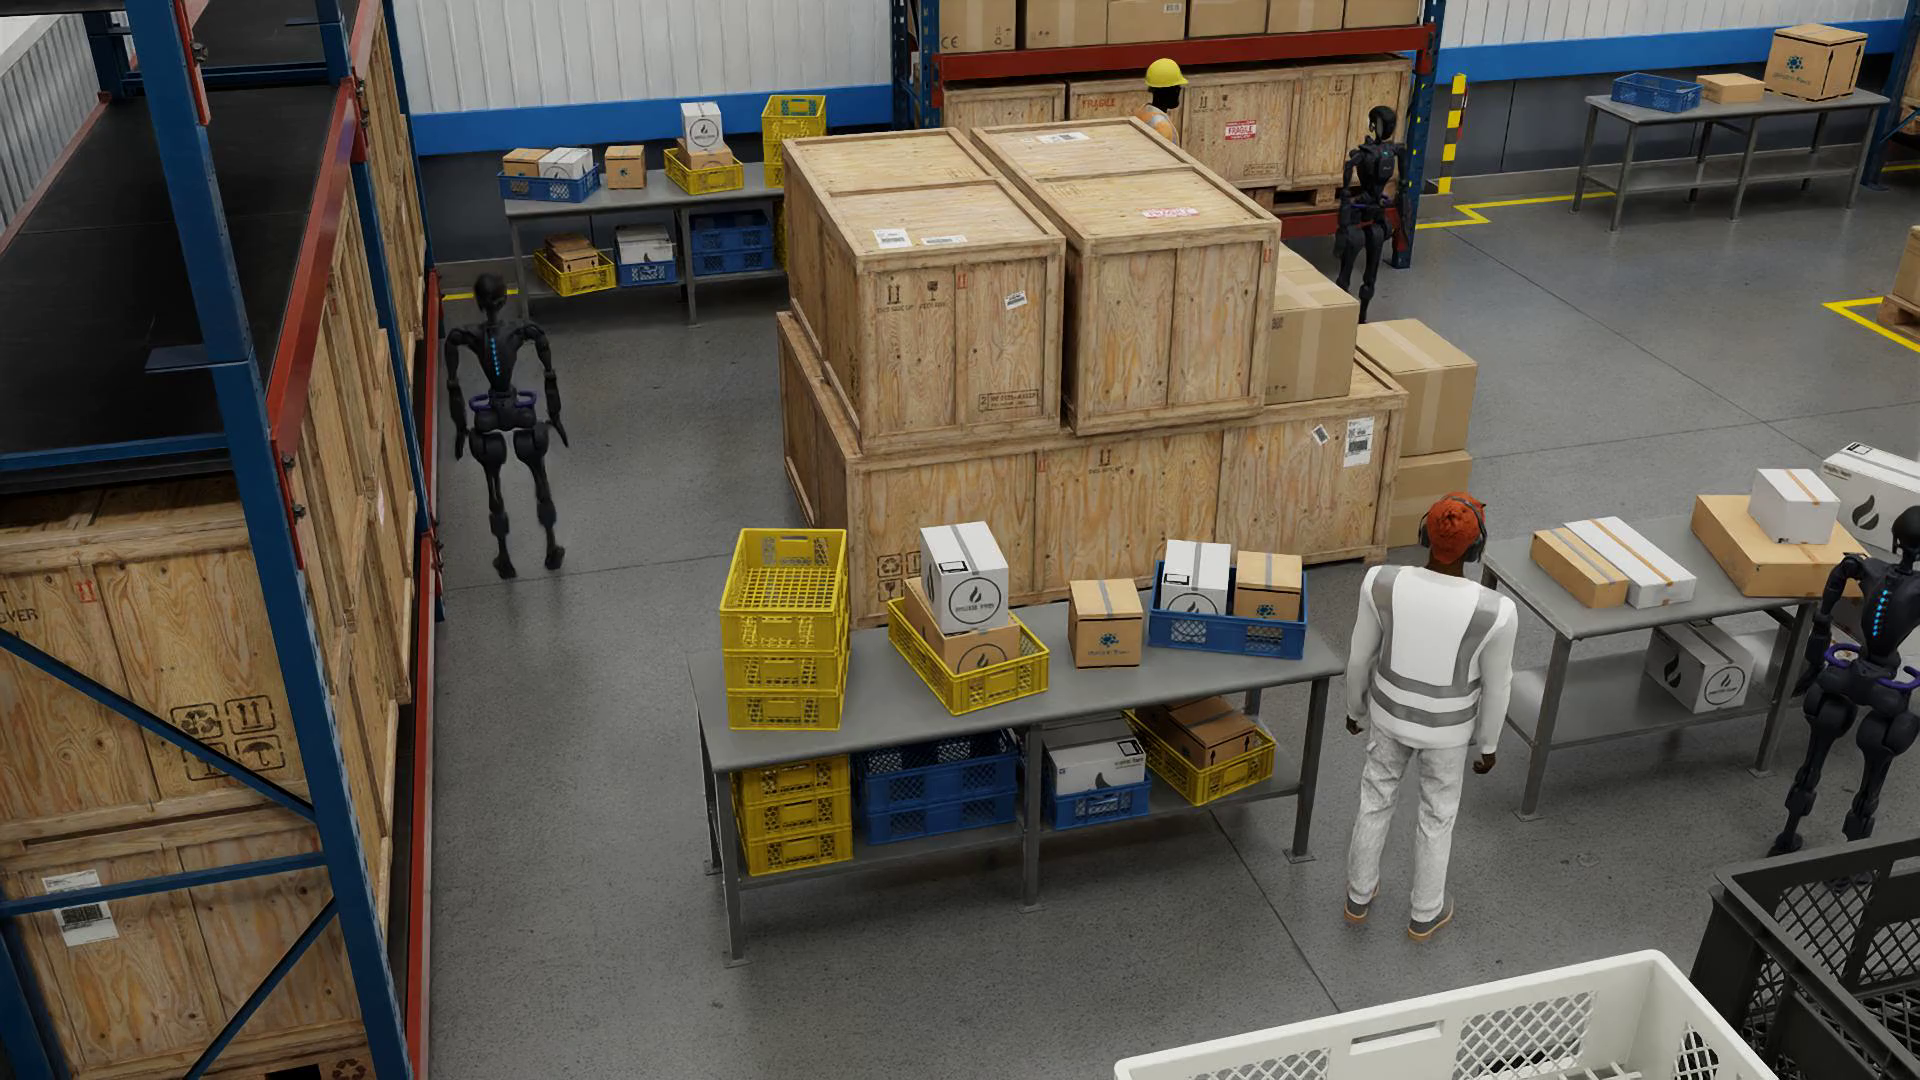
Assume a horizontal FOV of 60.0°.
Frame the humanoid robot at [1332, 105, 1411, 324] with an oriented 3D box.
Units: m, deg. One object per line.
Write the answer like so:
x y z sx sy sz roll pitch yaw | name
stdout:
2.885 -2.224 11.685 0.601 1.652 0.341 -13 31 -22 | humanoid robot

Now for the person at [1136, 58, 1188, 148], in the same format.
1.397 -2.444 11.831 0.361 1.930 0.586 -6 29 -10 | person

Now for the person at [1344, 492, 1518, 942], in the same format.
1.726 0.678 6.212 0.583 1.882 0.345 14 32 24 | person

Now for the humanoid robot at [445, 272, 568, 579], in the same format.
-2.378 -0.604 8.750 0.567 1.647 0.404 -6 29 -11 | humanoid robot

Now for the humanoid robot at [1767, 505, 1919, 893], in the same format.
3.571 0.611 6.530 0.331 1.660 0.585 -22 36 -35 | humanoid robot
